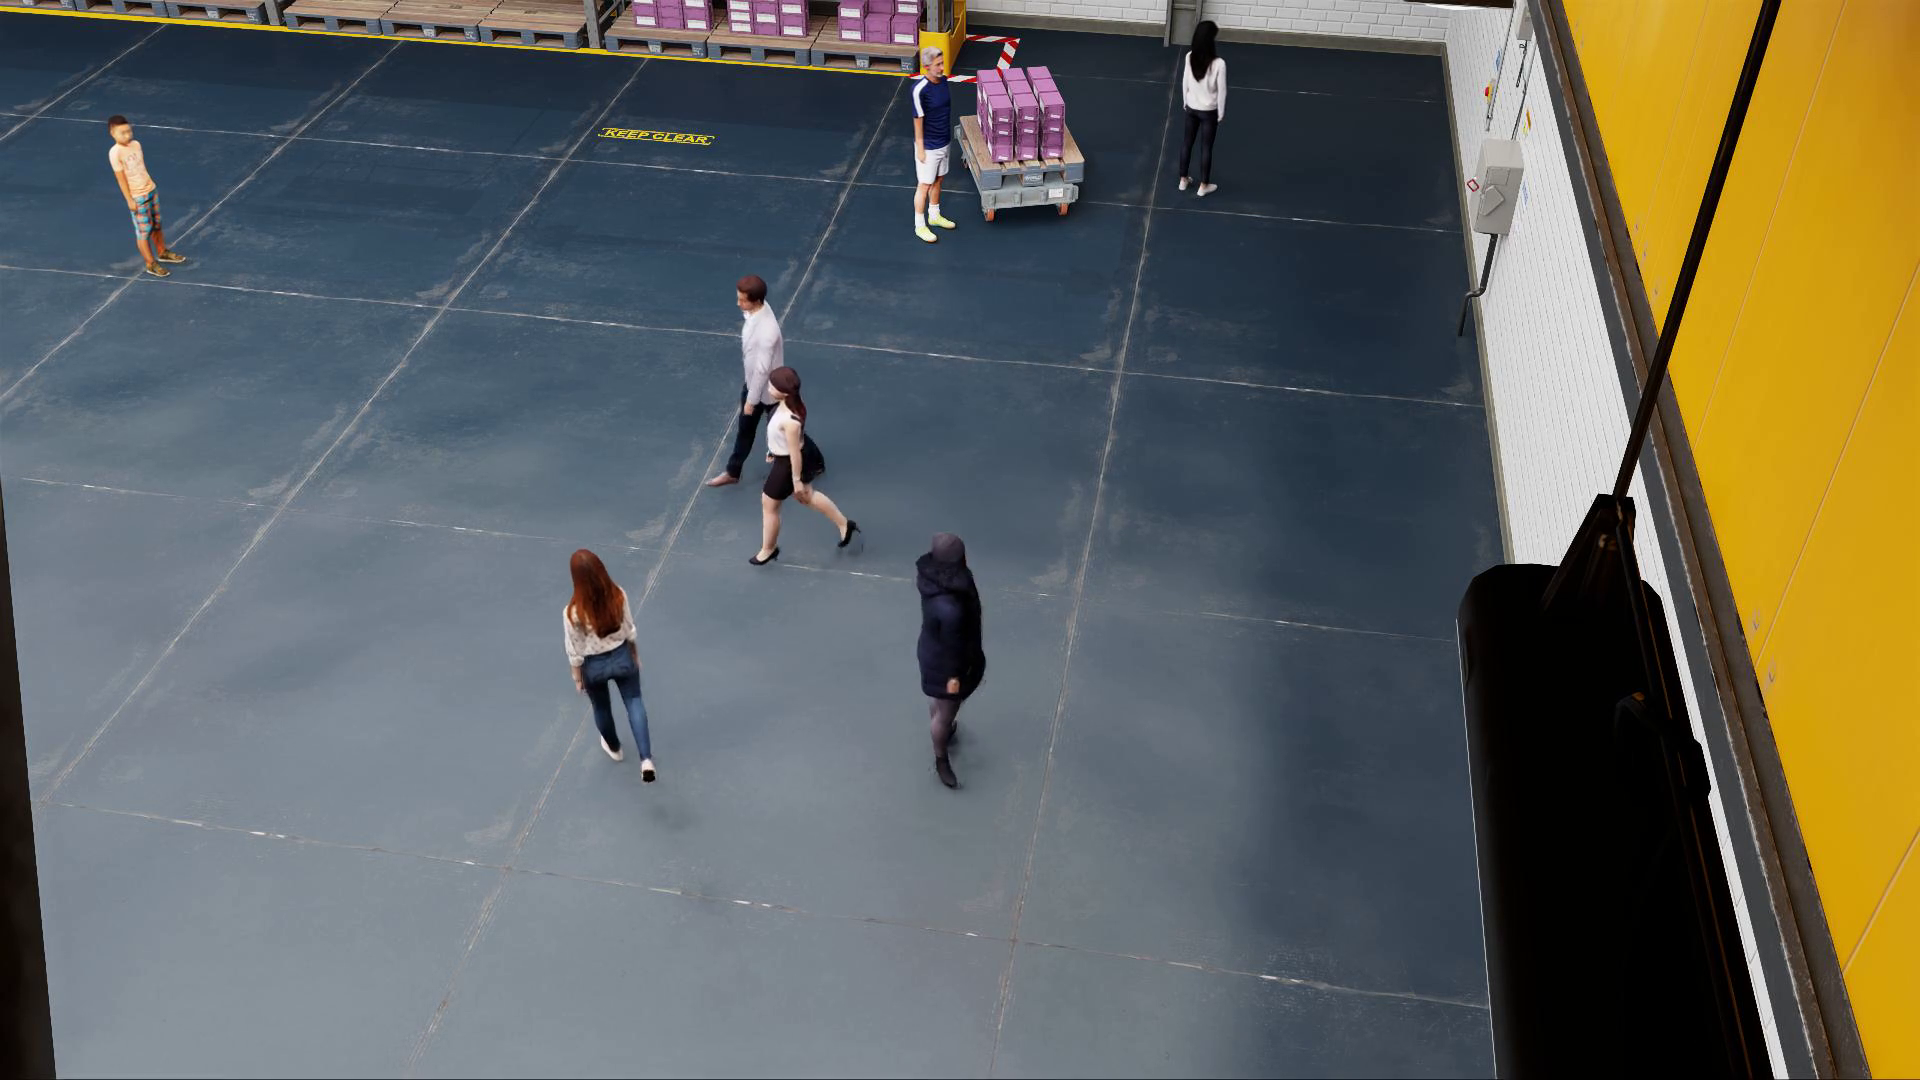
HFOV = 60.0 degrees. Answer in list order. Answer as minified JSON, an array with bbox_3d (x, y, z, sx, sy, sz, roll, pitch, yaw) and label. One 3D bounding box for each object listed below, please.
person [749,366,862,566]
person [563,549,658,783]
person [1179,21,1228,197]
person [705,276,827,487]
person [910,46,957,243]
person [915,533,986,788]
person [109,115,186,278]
[{"bbox_3d":[-1.085,-0.507,11.500,1.093,1.616,0.761,-4,39,-5],"label":"person"},{"bbox_3d":[-2.050,0.770,9.822,0.951,1.715,0.974,-20,43,-23],"label":"person"},{"bbox_3d":[2.326,-4.159,16.006,0.635,1.700,0.753,26,46,29],"label":"person"},{"bbox_3d":[-1.319,-1.129,12.130,1.267,1.803,1.077,-13,41,-16],"label":"person"},{"bbox_3d":[-0.252,-3.669,15.282,0.685,1.837,0.713,22,44,25],"label":"person"},{"bbox_3d":[-0.088,0.726,9.932,0.802,1.647,0.875,1,39,1],"label":"person"},{"bbox_3d":[-7.341,-3.098,14.869,0.493,1.461,0.536,8,39,10],"label":"person"}]
